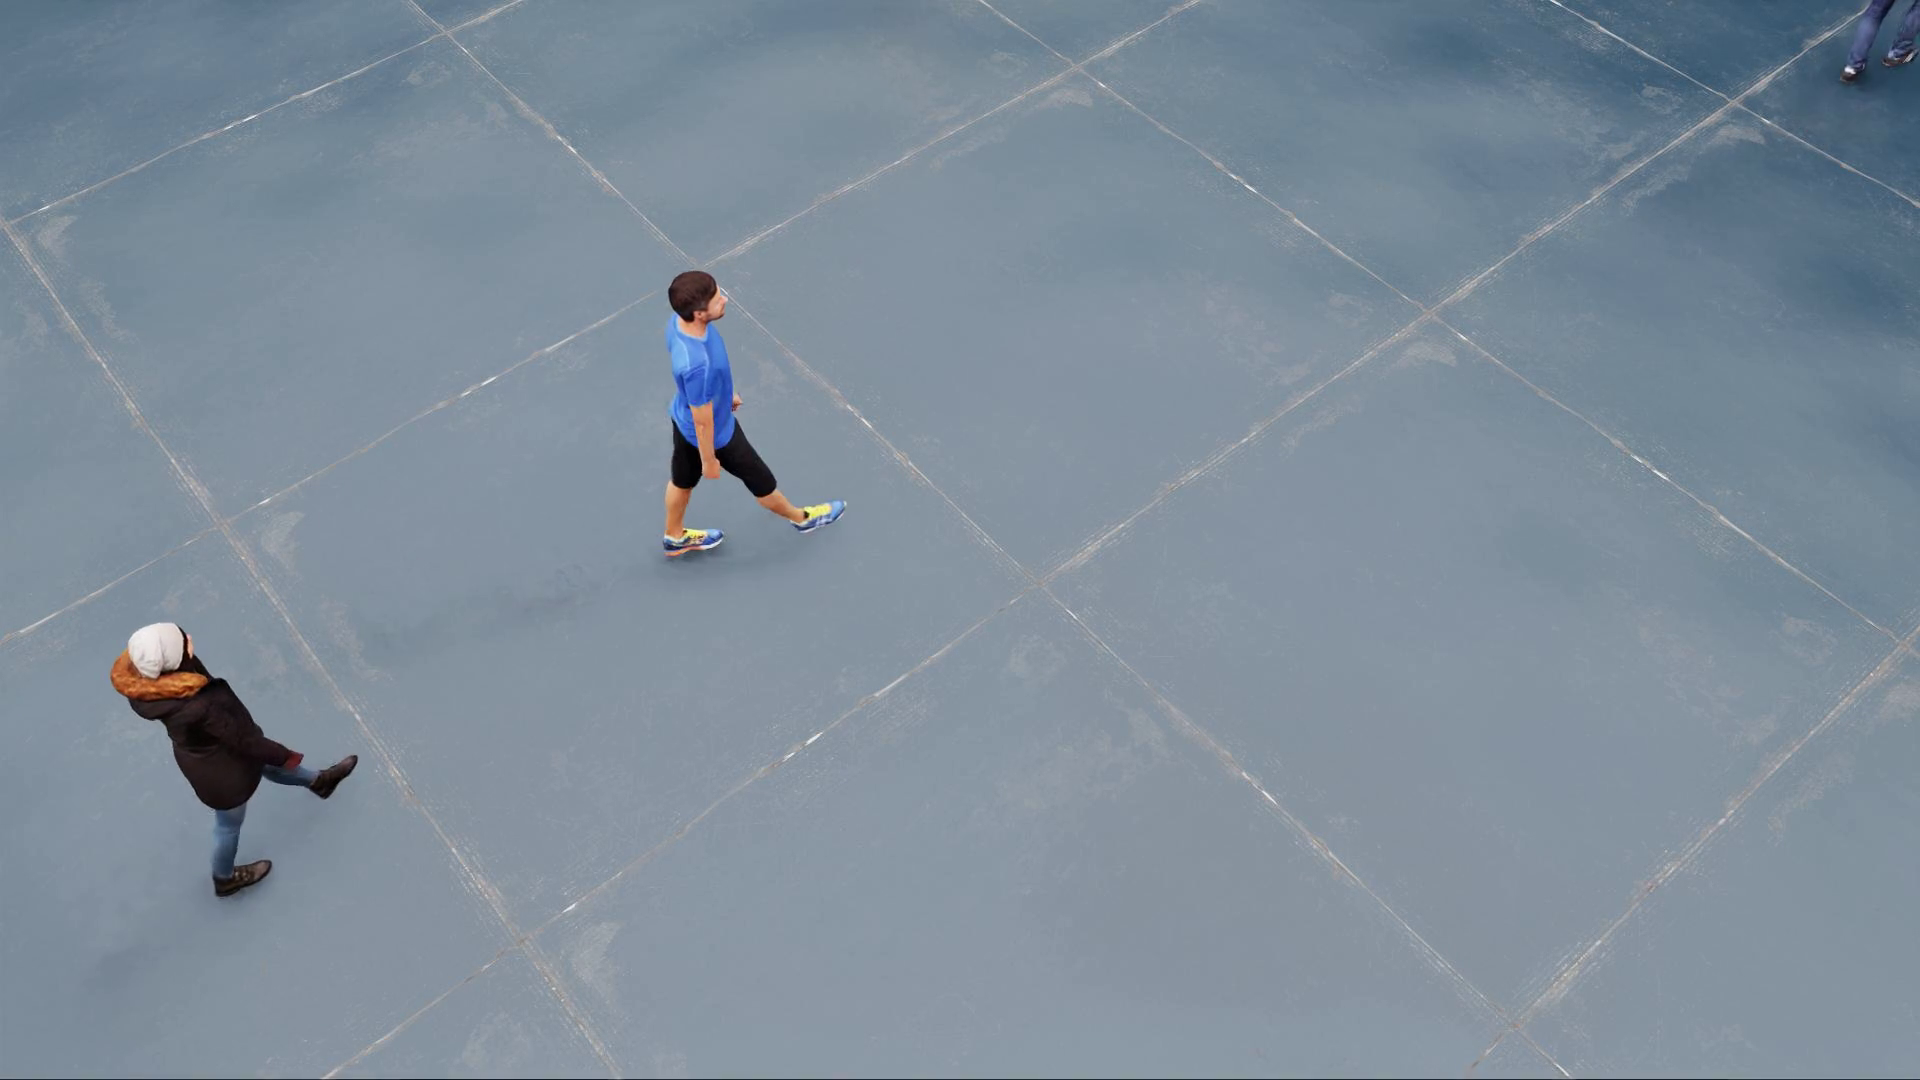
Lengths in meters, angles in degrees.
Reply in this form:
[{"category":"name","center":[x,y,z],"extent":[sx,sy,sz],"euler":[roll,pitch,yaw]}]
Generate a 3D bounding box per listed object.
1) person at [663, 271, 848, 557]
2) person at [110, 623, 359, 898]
[{"category":"person","center":[-1.277,-0.515,7.788],"extent":[1.250,1.823,0.945],"euler":[-14,54,-11]},{"category":"person","center":[-3.083,0.939,6.807],"extent":[1.049,1.592,0.692],"euler":[-38,61,-25]}]
